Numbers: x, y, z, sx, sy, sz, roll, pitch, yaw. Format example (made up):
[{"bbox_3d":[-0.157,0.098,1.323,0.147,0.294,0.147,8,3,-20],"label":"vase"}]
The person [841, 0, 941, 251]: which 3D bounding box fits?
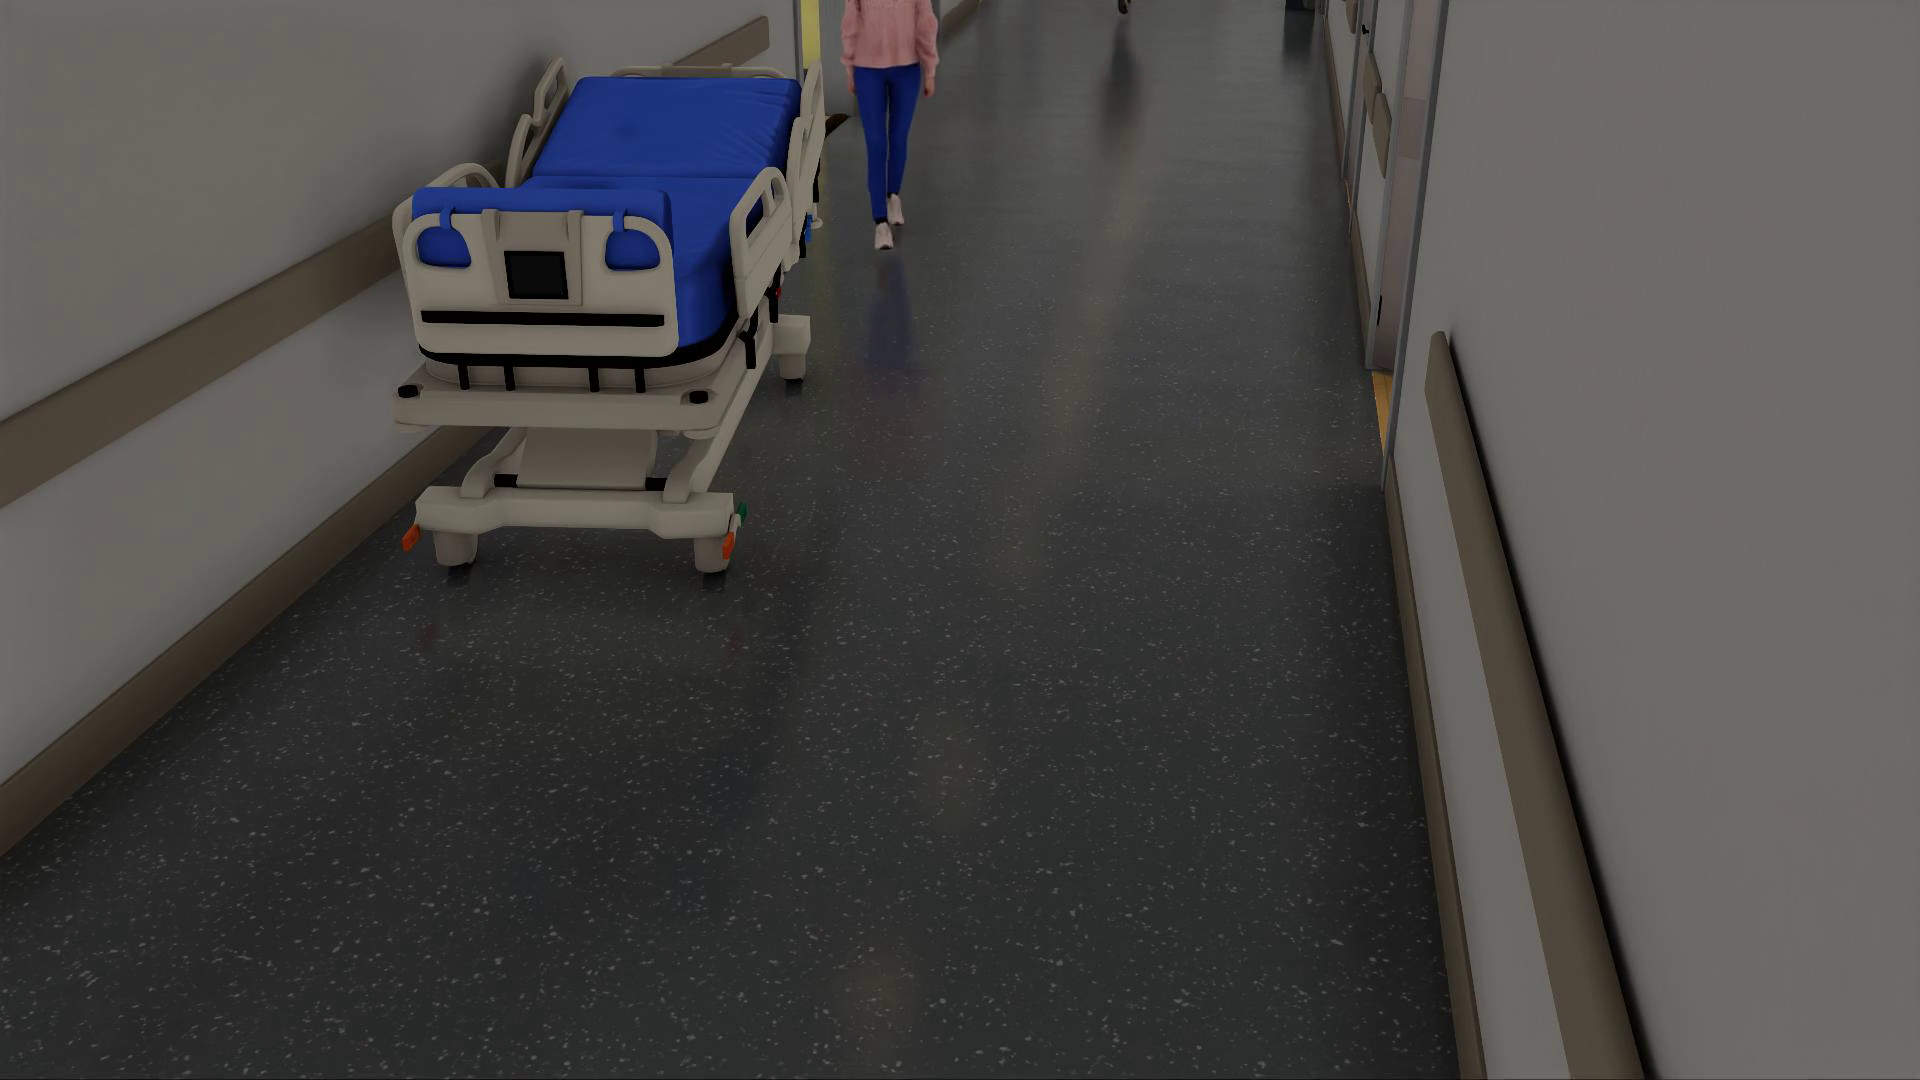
[{"bbox_3d":[-0.380,-2.430,8.766,1.163,1.715,0.939,-3,26,-6],"label":"person"}]
